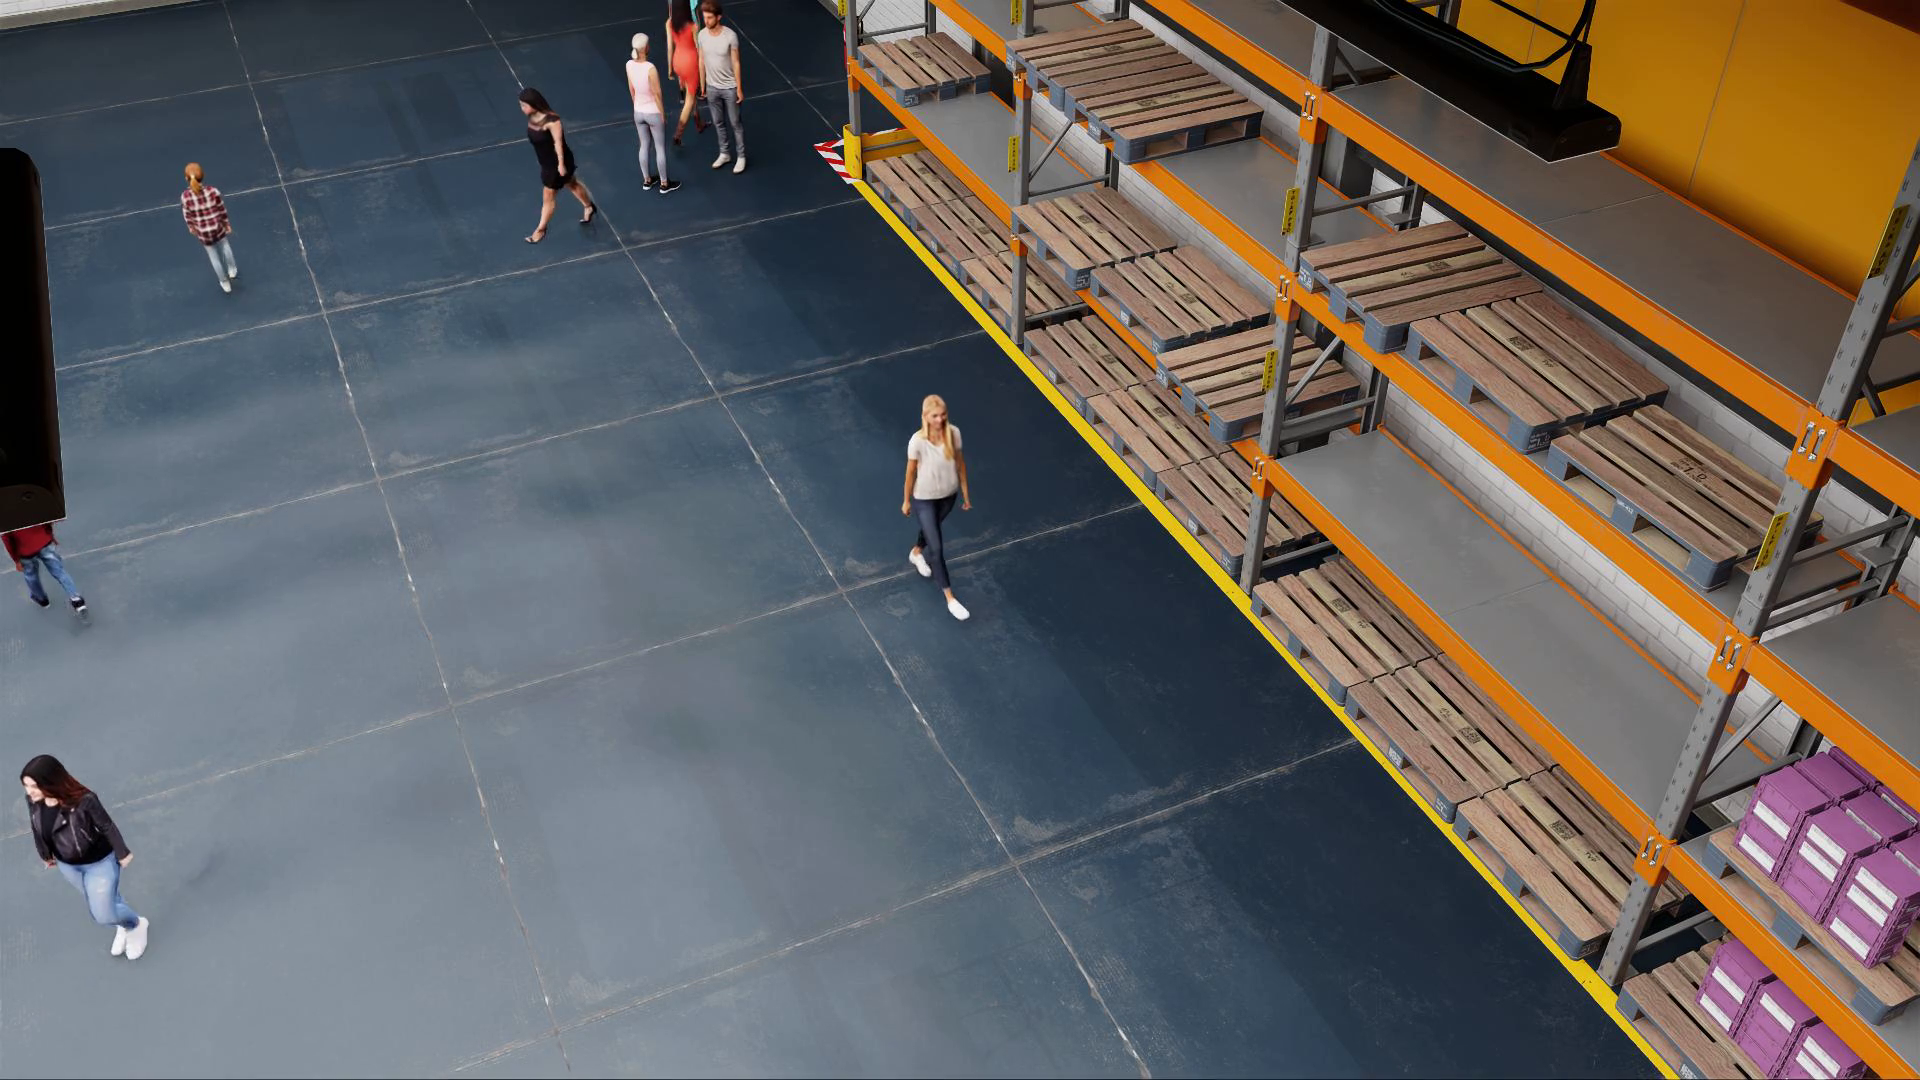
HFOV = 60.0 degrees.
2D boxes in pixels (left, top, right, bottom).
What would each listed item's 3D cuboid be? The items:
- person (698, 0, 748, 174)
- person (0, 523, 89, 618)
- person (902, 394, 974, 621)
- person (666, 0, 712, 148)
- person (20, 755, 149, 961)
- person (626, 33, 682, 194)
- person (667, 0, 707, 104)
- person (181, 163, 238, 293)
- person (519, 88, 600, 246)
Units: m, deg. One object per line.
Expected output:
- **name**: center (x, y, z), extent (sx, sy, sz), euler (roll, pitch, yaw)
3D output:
- **person**: center (-2.563, -4.932, 18.025), extent (0.755, 1.886, 0.811), euler (12, 40, 15)
- **person**: center (-6.809, 0.065, 12.280), extent (0.920, 1.247, 0.733), euler (27, 46, 30)
- **person**: center (-0.230, -0.341, 12.379), extent (0.707, 1.758, 1.182), euler (-21, 43, -24)
- **person**: center (-3.067, -5.208, 18.524), extent (1.087, 1.695, 1.111), euler (14, 41, 17)
- **person**: center (-5.093, 1.817, 9.783), extent (0.776, 1.625, 0.808), euler (7, 39, 9)
- **person**: center (-3.305, -4.528, 17.650), extent (0.634, 1.723, 0.711), euler (19, 42, 22)
- **person**: center (-3.220, -5.950, 19.563), extent (0.575, 1.558, 0.572), euler (-10, 40, -13)
- **person**: center (-7.246, -2.998, 16.081), extent (0.567, 1.290, 0.703), euler (-22, 43, -25)
- **person**: center (-4.003, -3.804, 16.815), extent (0.895, 1.634, 1.129), euler (-24, 45, -27)
